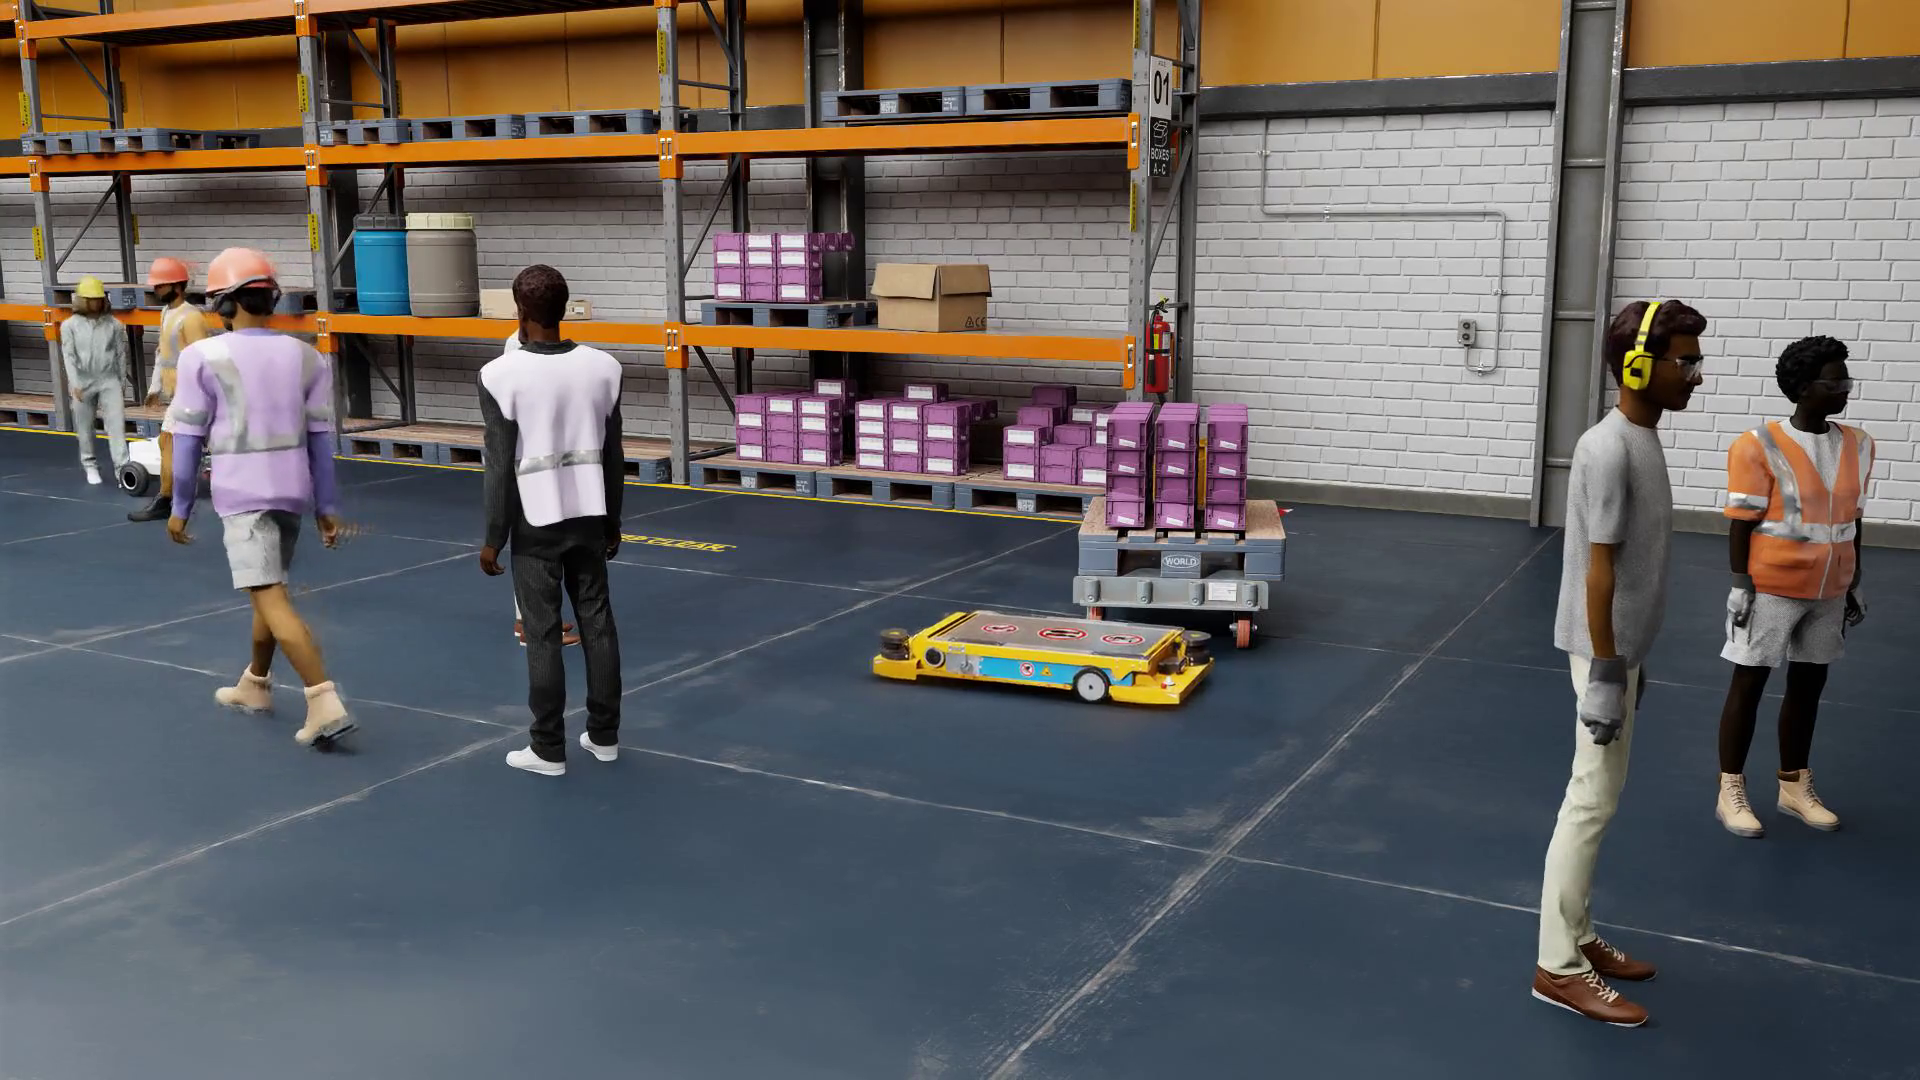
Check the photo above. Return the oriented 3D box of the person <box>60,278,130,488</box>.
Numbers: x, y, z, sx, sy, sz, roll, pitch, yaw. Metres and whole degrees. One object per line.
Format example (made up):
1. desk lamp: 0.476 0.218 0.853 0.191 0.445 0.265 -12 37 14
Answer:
1. person: -6.956 -1.255 13.421 0.476 1.689 0.926 -8 13 -38

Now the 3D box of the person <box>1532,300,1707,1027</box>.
1. person: 1.722 0.310 4.356 0.309 1.864 0.534 5 12 27

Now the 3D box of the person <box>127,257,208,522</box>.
1. person: -5.528 -1.100 12.037 0.991 1.895 0.549 -8 13 -37

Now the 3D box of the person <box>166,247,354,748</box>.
1. person: -2.789 -0.181 6.720 1.056 1.993 0.609 7 12 32

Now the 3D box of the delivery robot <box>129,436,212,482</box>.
1. delivery robot: -6.148 -0.666 13.041 0.707 0.478 0.477 4 11 22

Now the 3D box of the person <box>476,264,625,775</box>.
1. person: -1.522 -0.067 6.274 0.587 1.920 0.391 -10 14 -43

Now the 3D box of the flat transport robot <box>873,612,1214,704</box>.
1. flat transport robot: 0.387 0.515 7.604 1.431 0.197 0.652 4 11 21

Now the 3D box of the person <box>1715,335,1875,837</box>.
1. person: 2.827 0.159 5.636 0.538 1.700 0.317 -2 11 -12

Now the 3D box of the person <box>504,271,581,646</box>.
1. person: -2.105 -0.408 8.295 0.335 1.865 0.519 -3 11 -15
